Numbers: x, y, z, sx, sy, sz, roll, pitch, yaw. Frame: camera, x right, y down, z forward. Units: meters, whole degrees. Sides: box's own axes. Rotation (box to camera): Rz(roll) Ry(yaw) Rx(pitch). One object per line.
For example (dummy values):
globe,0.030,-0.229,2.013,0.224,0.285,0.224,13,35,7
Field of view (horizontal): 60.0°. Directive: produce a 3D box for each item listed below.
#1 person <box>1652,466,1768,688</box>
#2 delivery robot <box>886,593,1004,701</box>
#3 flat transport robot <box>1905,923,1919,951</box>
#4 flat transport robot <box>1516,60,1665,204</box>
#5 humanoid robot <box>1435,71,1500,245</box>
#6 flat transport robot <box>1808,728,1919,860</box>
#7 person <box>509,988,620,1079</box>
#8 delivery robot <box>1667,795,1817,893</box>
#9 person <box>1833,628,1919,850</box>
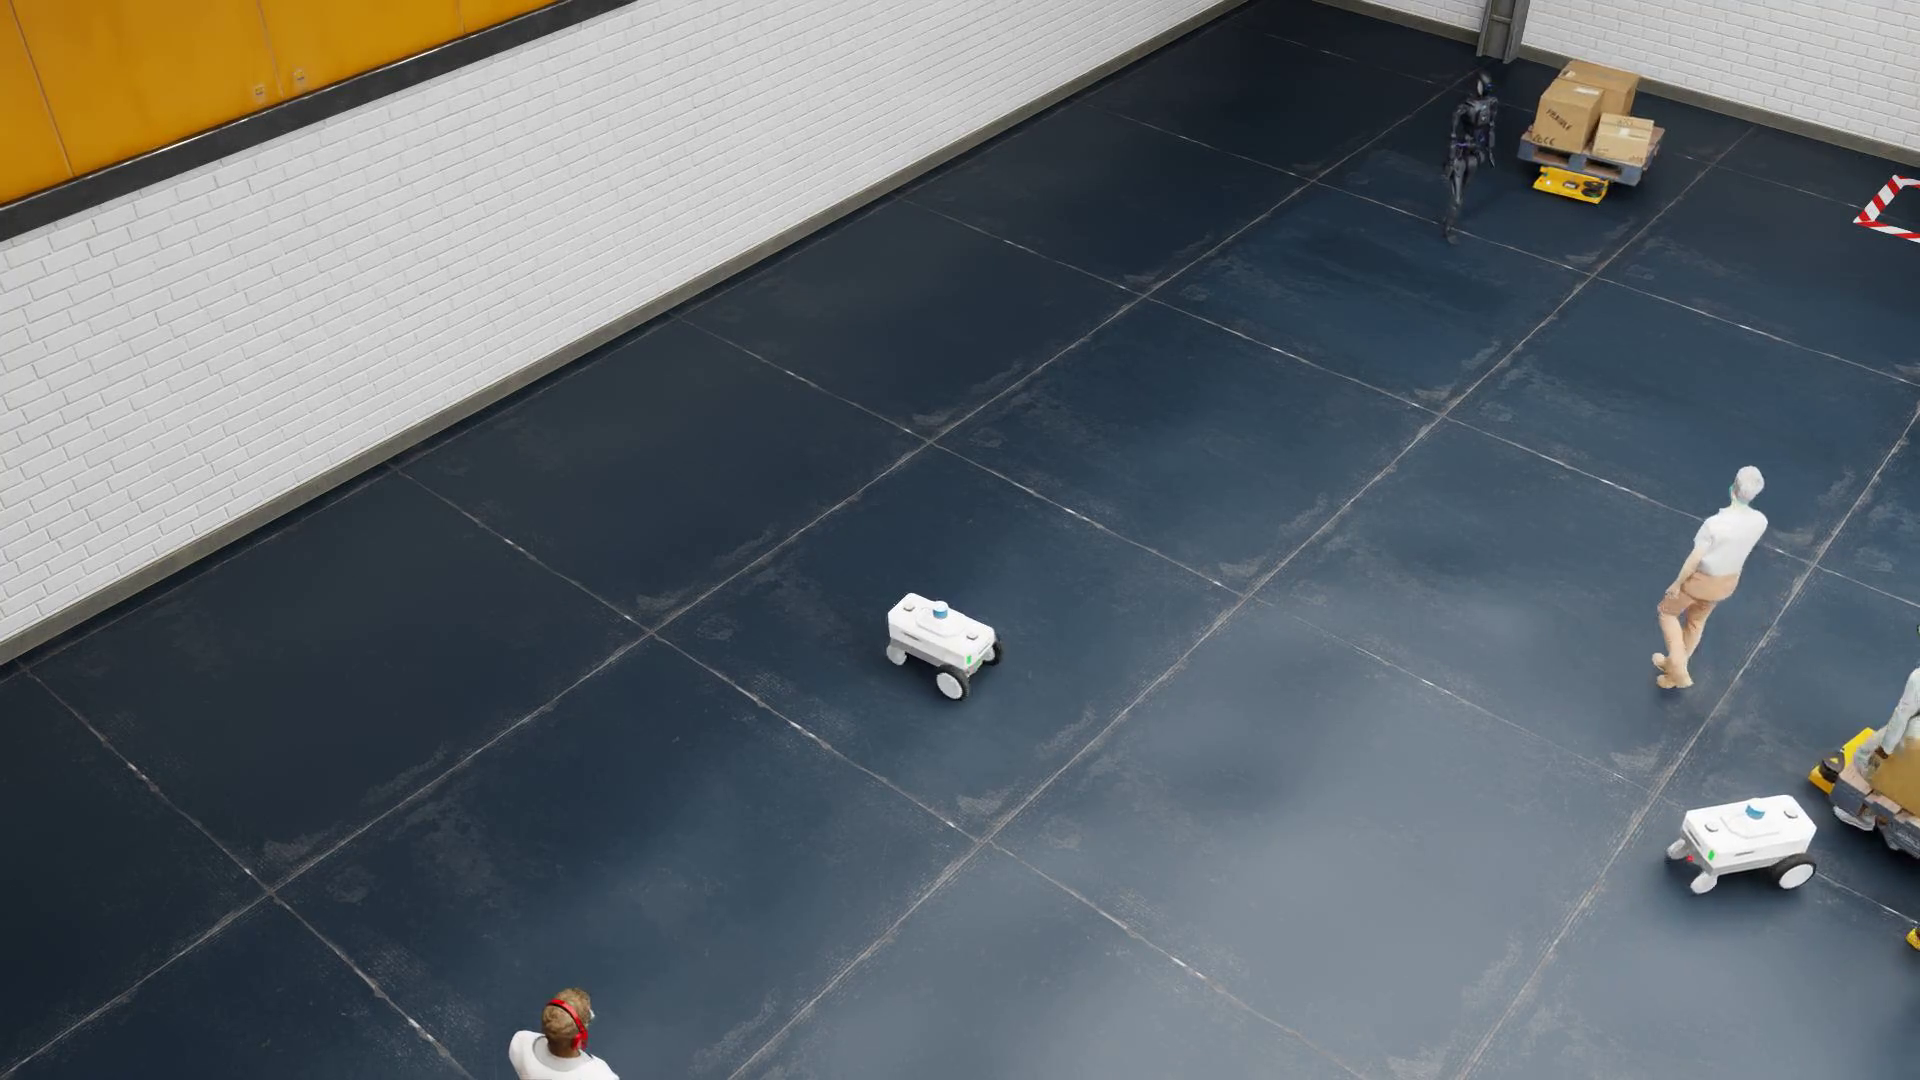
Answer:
person,4.857,0.273,10.795,0.493,1.718,0.418,-9,40,-11
delivery robot,-0.114,0.680,11.220,0.795,0.602,0.499,23,44,26
flat transport robot,6.087,2.503,9.179,0.659,0.231,1.431,-22,44,-25
flat transport robot,6.444,-3.881,17.104,0.659,0.231,1.431,21,43,24
humanoid robot,4.789,-3.625,15.675,0.603,1.647,0.477,-18,42,-21
flat transport robot,6.055,1.692,10.186,0.659,0.231,1.431,-25,45,-28
person,-1.737,2.729,7.656,0.566,1.832,0.409,17,42,20
delivery robot,4.668,1.773,9.869,0.805,0.609,0.499,-7,39,-9
person,5.600,1.116,9.760,0.538,1.688,0.514,-7,39,-9
